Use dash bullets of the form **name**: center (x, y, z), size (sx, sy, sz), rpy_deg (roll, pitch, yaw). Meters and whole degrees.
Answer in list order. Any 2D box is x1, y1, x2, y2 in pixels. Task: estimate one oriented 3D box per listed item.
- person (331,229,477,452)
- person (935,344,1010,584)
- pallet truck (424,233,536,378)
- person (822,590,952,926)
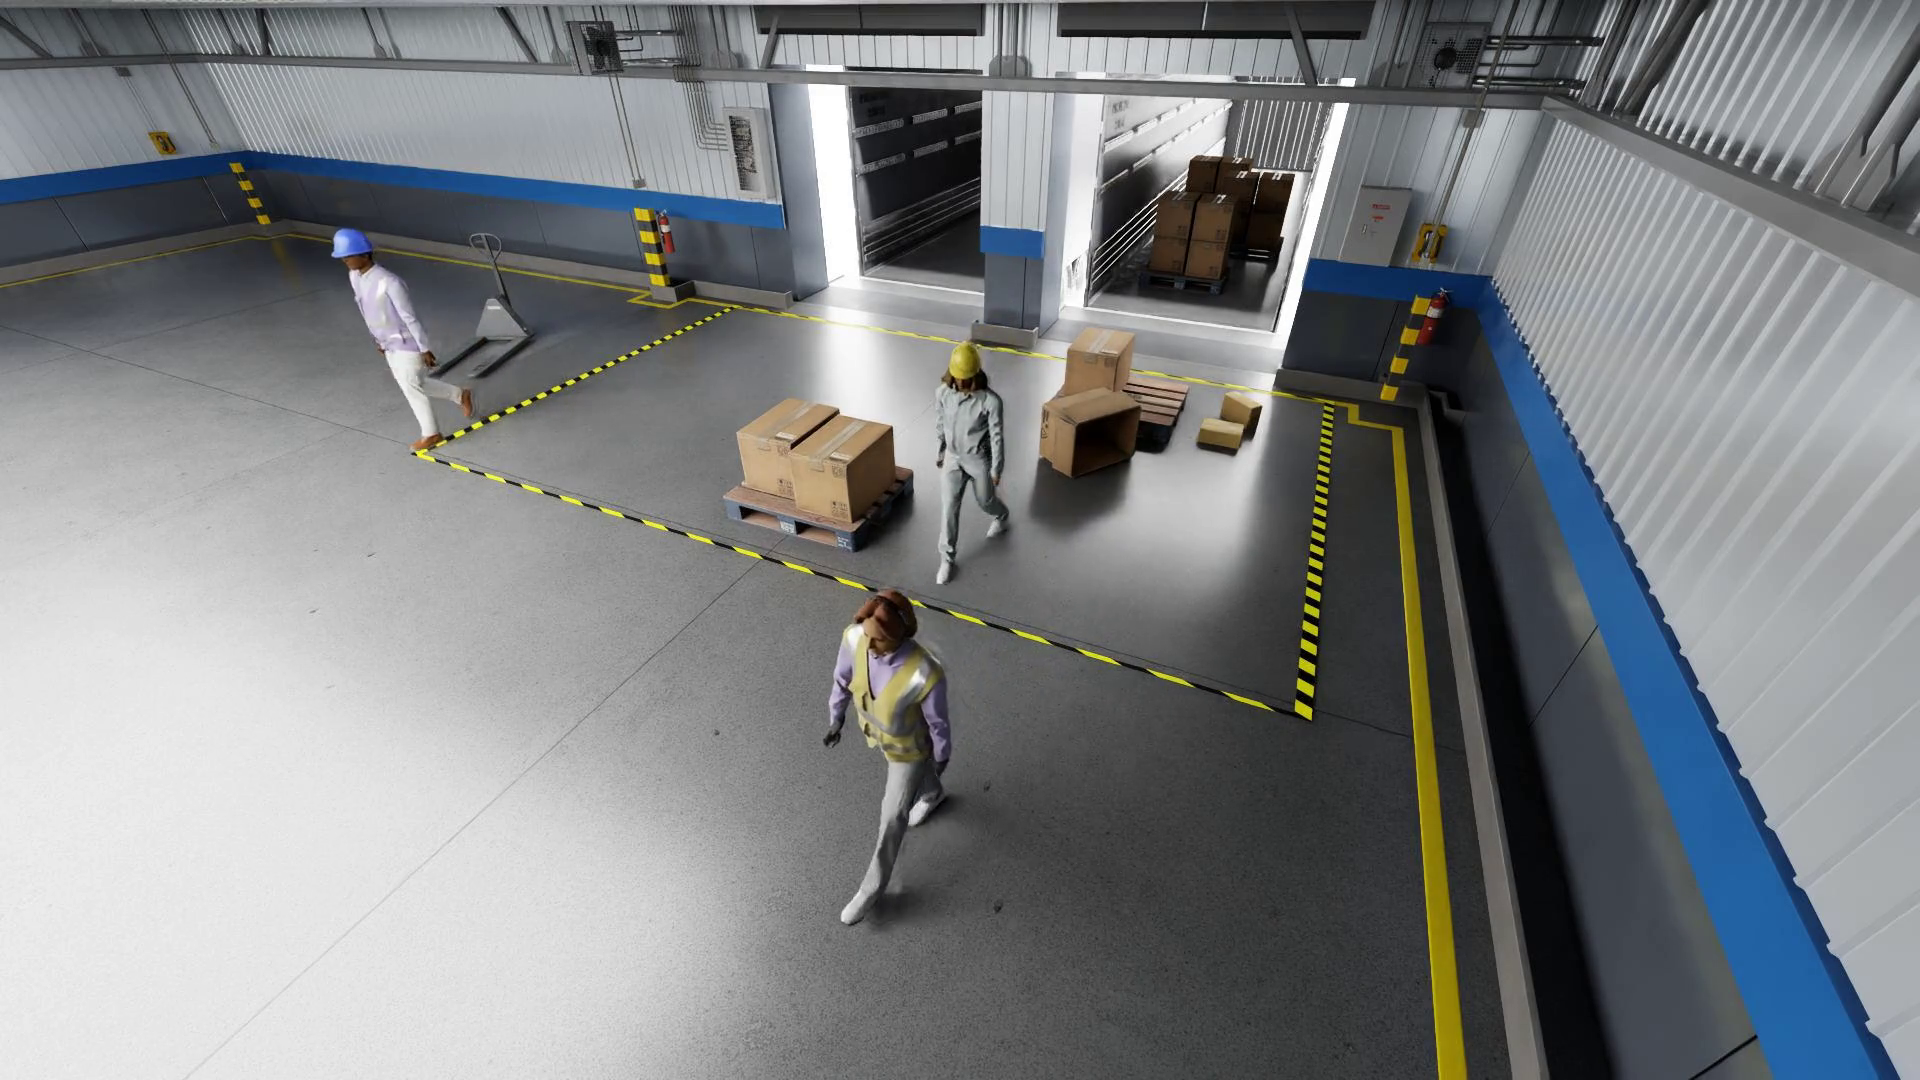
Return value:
- **person**: center (-4.915, -1.783, 6.538), size (0.610, 1.918, 0.800), rpy_deg (18, 39, 24)
- **person**: center (0.076, -0.579, 5.041), size (0.522, 1.690, 0.889), rpy_deg (15, 38, 19)
- **pallet truck**: center (-5.664, -2.712, 8.427), size (0.680, 1.201, 1.601), rpy_deg (0, 35, -1)
- **person**: center (-0.334, 0.873, 3.075), size (0.531, 1.600, 0.818), rpy_deg (26, 43, 32)
